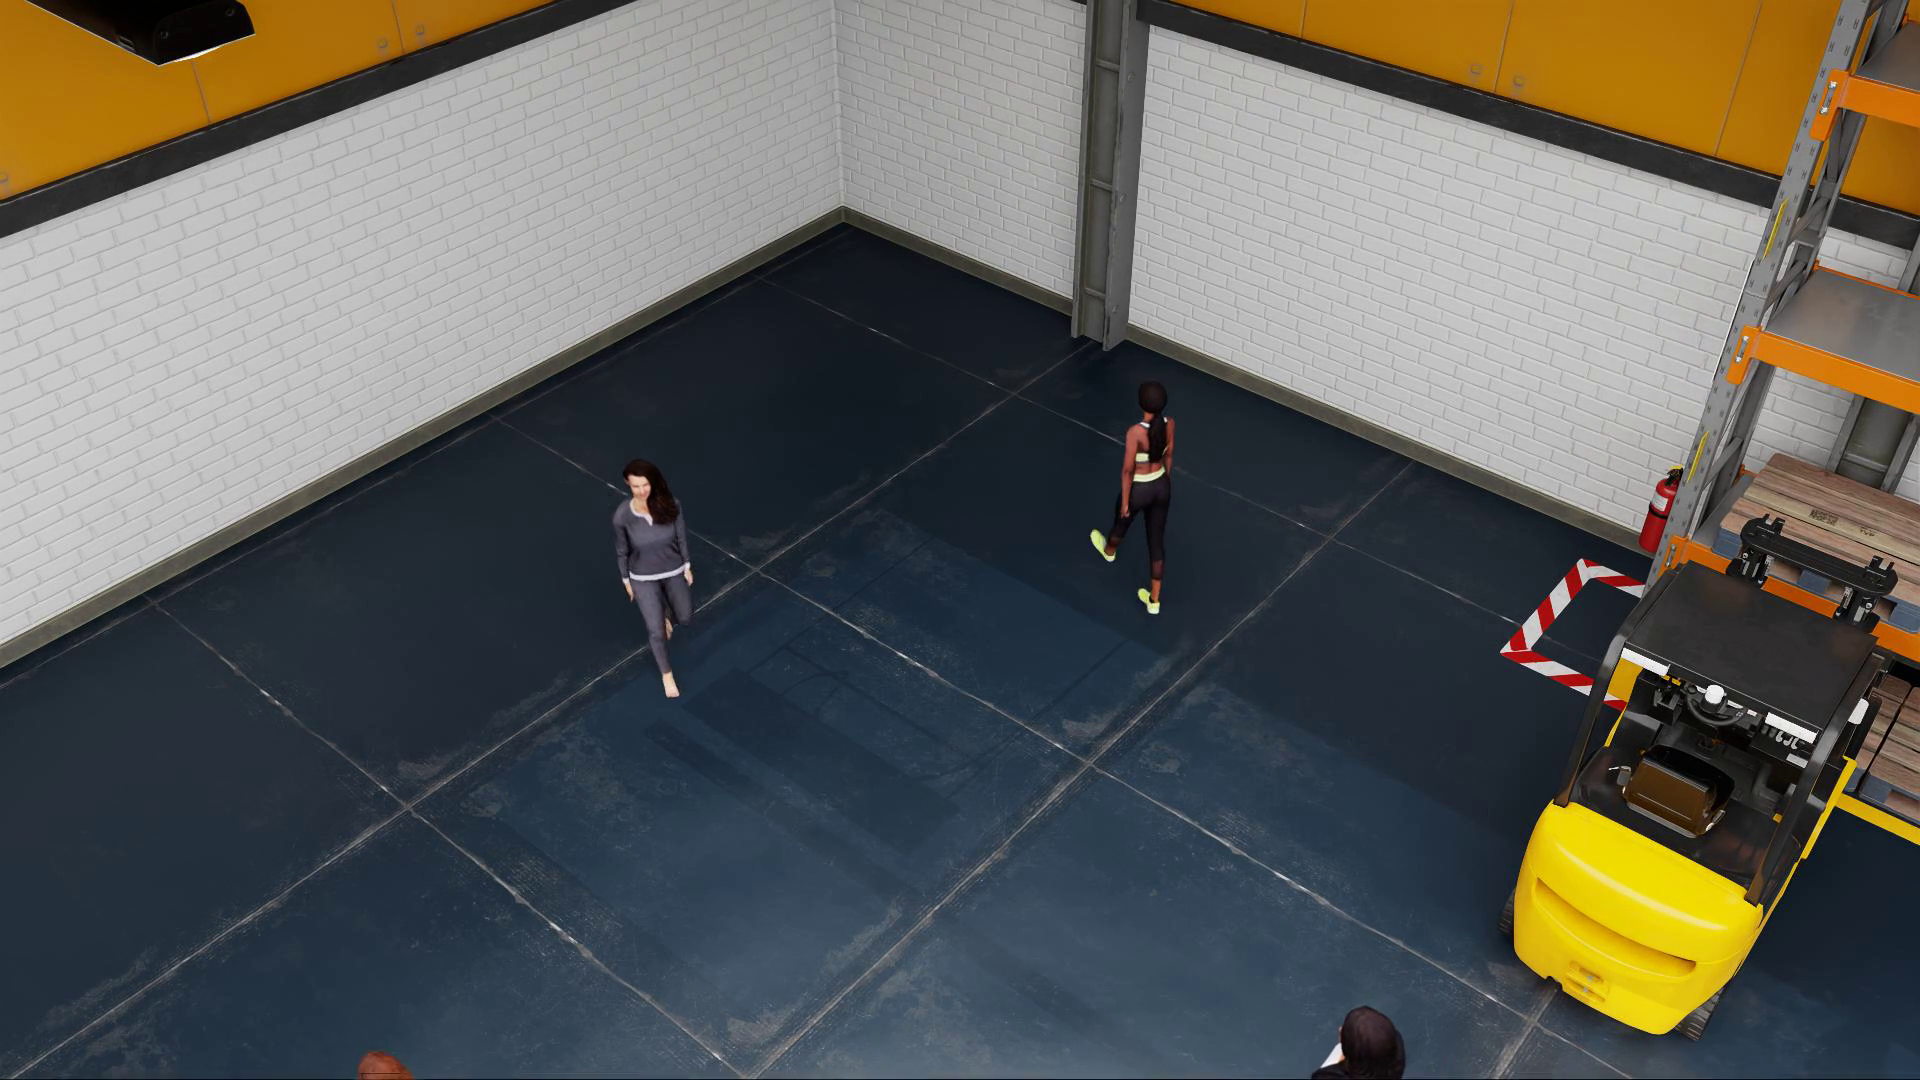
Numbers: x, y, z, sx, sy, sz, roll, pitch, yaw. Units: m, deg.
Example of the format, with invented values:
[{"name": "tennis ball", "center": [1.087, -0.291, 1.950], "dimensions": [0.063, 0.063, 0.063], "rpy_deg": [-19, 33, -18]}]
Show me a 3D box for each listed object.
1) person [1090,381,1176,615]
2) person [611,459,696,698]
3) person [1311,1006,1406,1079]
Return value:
[{"name": "person", "center": [1.301, -0.248, 11.257], "dimensions": [0.930, 1.717, 1.162], "rpy_deg": [-14, 41, -17]}, {"name": "person", "center": [-1.966, 0.170, 10.705], "dimensions": [0.825, 1.753, 0.999], "rpy_deg": [-17, 42, -20]}, {"name": "person", "center": [1.835, 2.680, 7.674], "dimensions": [0.638, 1.613, 0.658], "rpy_deg": [23, 44, 26]}]
